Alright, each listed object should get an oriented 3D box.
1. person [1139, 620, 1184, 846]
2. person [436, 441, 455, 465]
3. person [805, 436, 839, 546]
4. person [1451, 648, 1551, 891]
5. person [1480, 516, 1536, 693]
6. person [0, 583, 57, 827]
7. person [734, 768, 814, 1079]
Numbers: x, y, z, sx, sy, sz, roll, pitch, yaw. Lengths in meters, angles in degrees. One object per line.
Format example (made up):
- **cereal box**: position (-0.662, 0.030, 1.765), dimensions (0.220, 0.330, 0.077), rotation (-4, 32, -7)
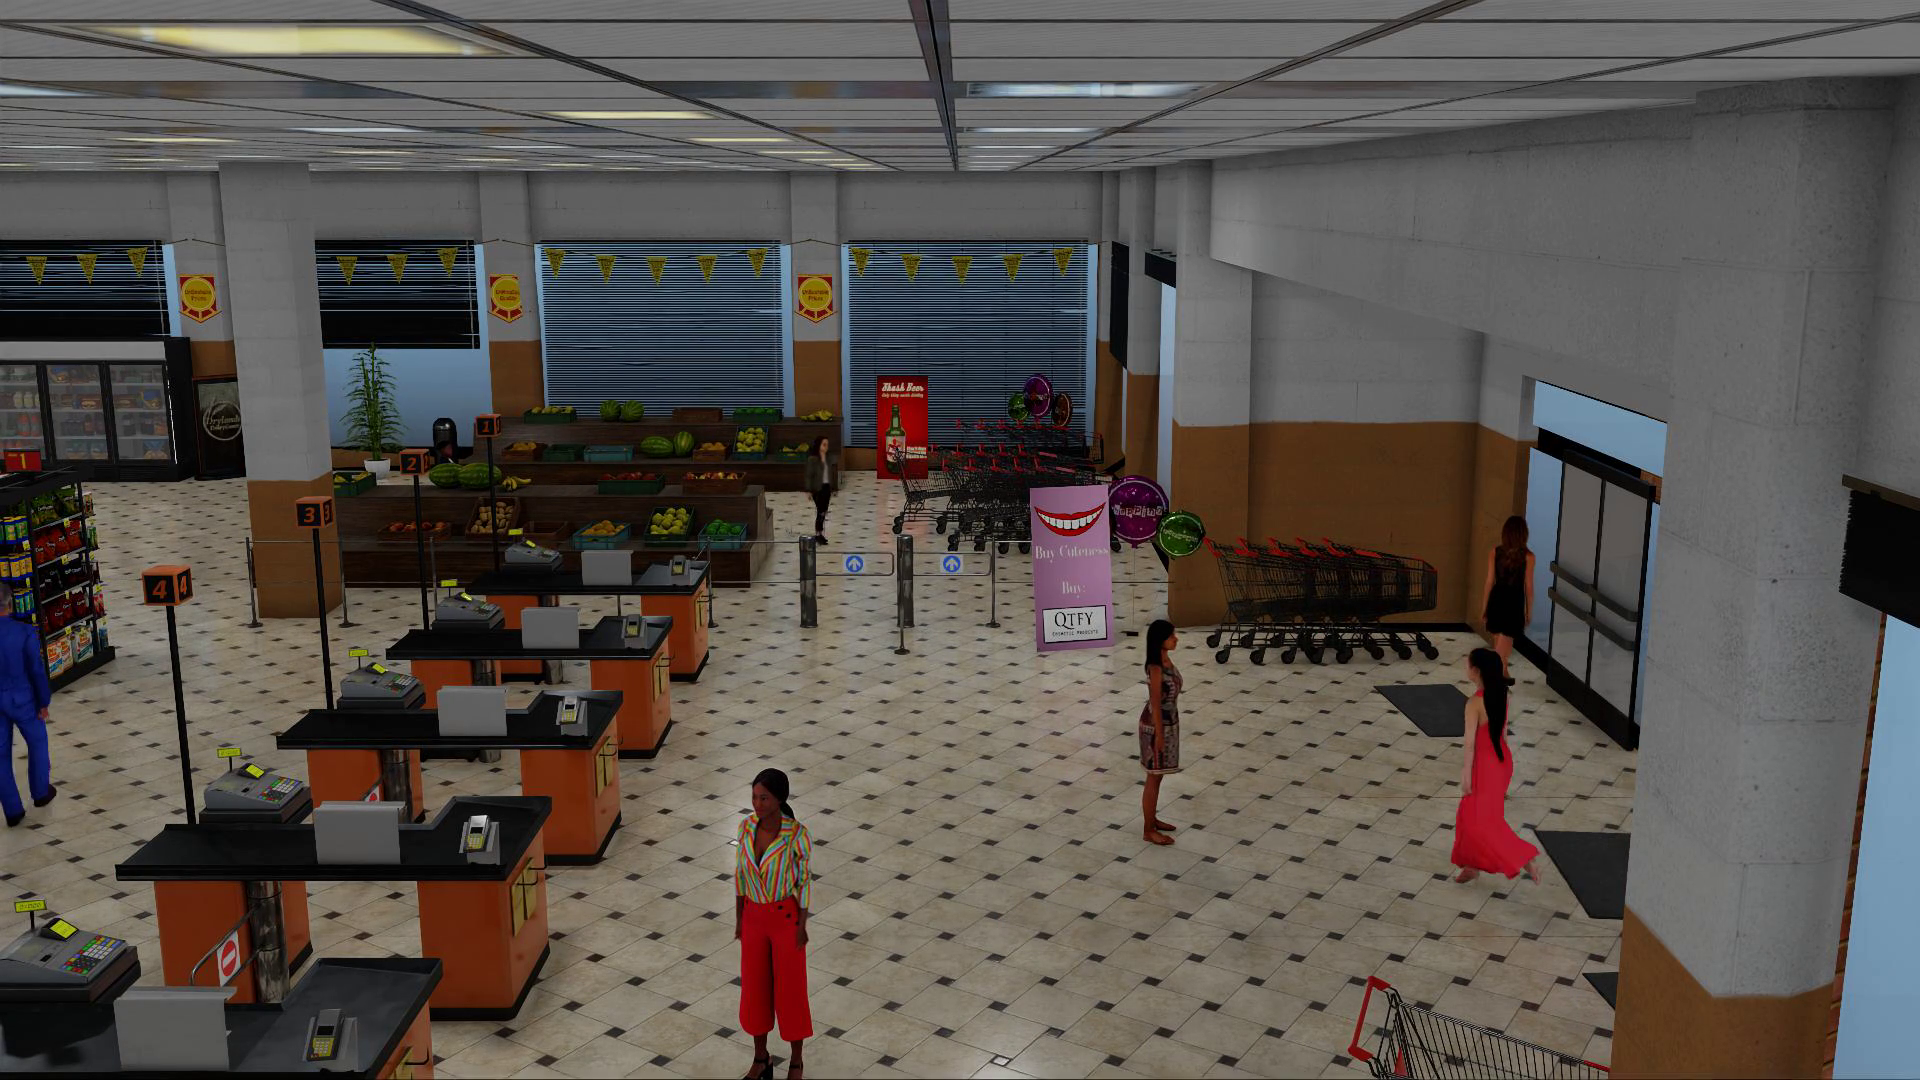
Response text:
- **person**: position (1.456, 1.383, 12.212), dimensions (0.606, 1.645, 0.695), rotation (3, 12, 13)
- **person**: position (-7.213, -0.772, 23.353), dimensions (0.582, 1.272, 0.561), rotation (-3, 12, -13)
- **person**: position (-1.923, -0.671, 22.411), dimensions (0.729, 1.462, 0.792), rotation (-11, 16, -43)
- **person**: position (3.601, 1.597, 11.081), dimensions (0.984, 1.693, 0.984), rotation (-9, 15, -36)
- **person**: position (4.894, 0.737, 15.003), dimensions (1.205, 1.758, 1.112), rotation (8, 14, 34)
- **person**: position (-7.127, 1.252, 12.429), dimensions (0.918, 1.812, 0.968), rotation (-4, 13, -19)
- **person**: position (-0.975, 2.049, 8.692), dimensions (0.566, 1.793, 0.712), rotation (4, 12, 17)
